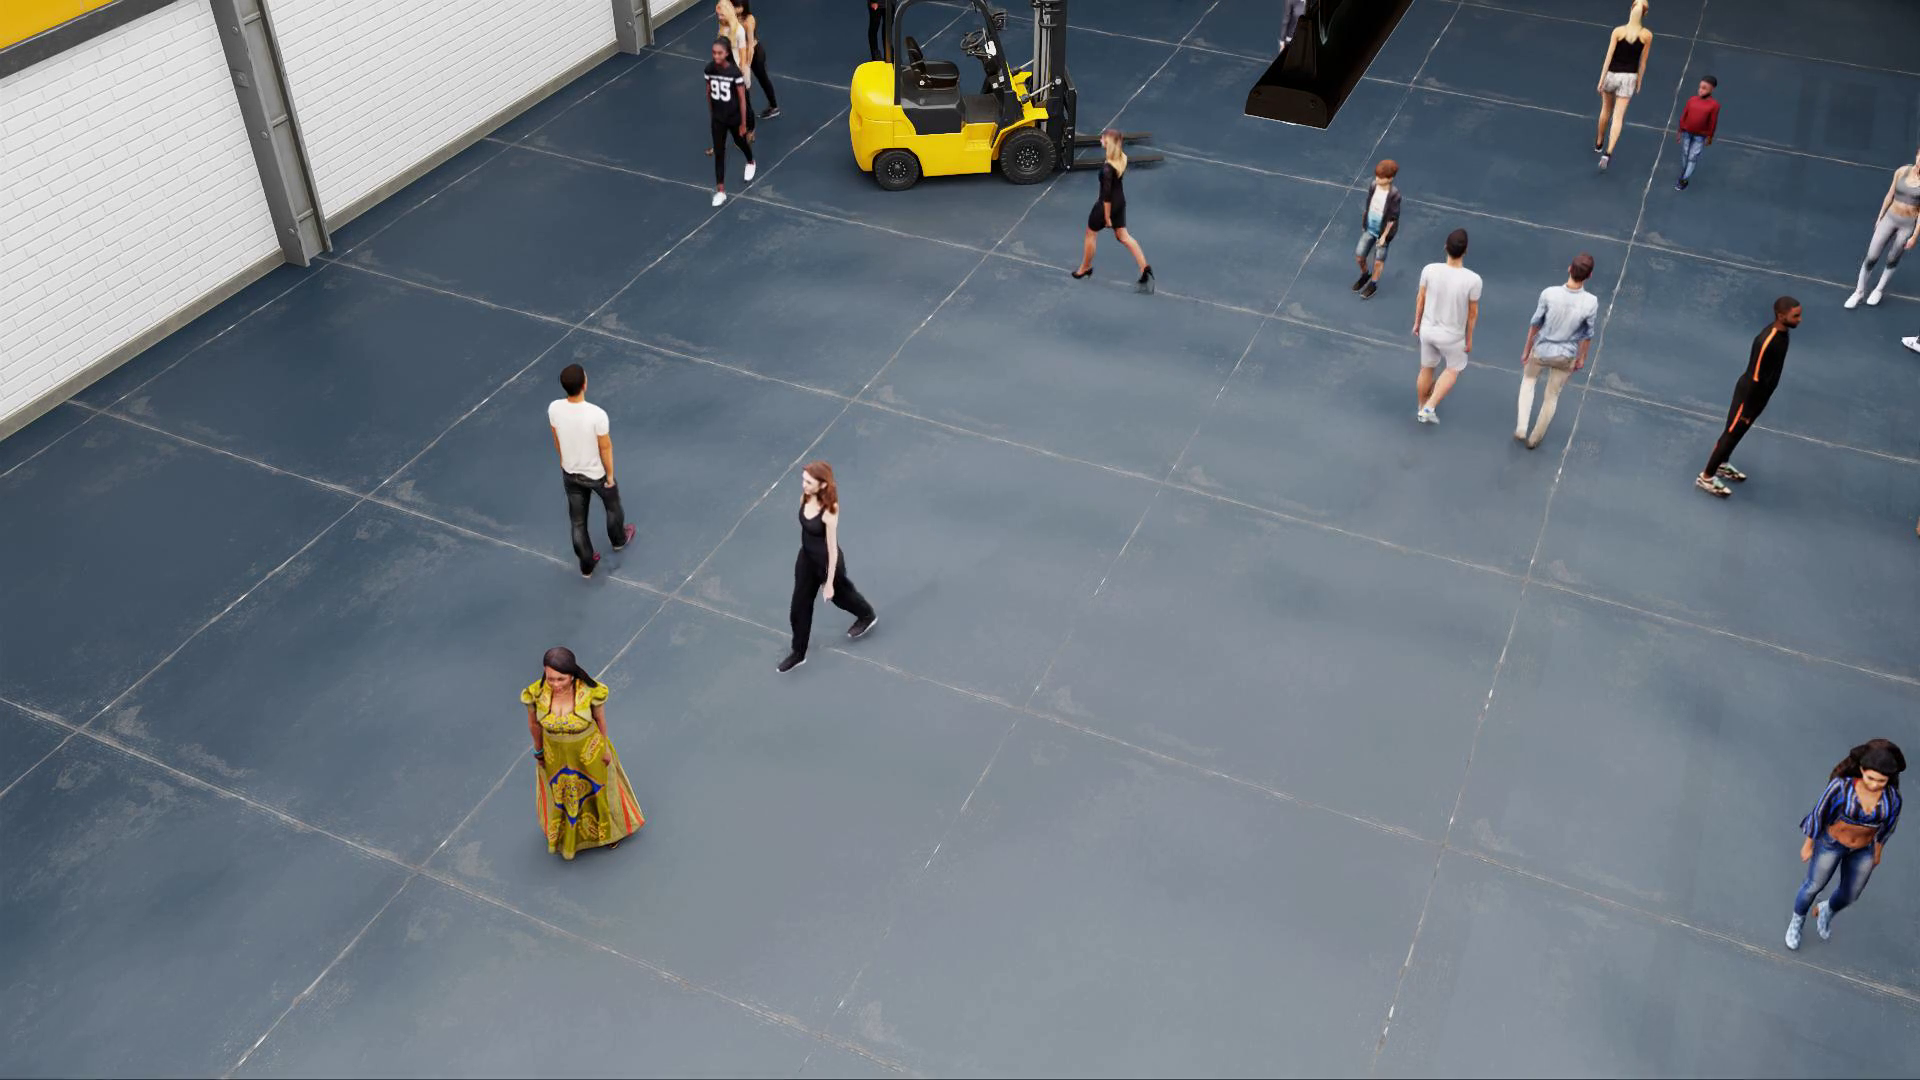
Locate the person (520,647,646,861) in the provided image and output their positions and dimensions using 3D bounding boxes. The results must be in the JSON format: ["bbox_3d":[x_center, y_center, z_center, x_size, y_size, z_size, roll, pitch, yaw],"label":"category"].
[{"bbox_3d":[-2.424,1.306,10.443,1.001,1.660,1.018,-5,39,-7],"label":"person"}]

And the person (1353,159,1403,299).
[{"bbox_3d":[4.073,-3.010,16.017,0.627,1.437,0.602,-32,48,-34],"label":"person"}]

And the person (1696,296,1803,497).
[{"bbox_3d":[6.400,-1.189,13.444,0.743,1.804,0.596,30,47,32],"label":"person"}]

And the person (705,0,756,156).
[{"bbox_3d":[-2.426,-5.176,18.451,0.776,1.786,0.994,30,47,32],"label":"person"}]

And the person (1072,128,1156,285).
[{"bbox_3d":[1.534,-3.171,16.057,0.659,1.640,1.007,19,42,22],"label":"person"}]

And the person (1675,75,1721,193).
[{"bbox_3d":[7.971,-4.435,17.962,0.658,1.237,0.844,30,48,32],"label":"person"}]

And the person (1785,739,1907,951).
[{"bbox_3d":[5.243,1.781,9.873,0.682,1.619,0.645,10,40,12],"label":"person"}]

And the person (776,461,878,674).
[{"bbox_3d":[-0.889,0.134,11.869,1.211,1.701,0.885,-30,47,-32],"label":"person"}]

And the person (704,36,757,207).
[{"bbox_3d":[-2.417,-4.505,17.695,0.766,1.681,1.246,10,40,12],"label":"person"}]

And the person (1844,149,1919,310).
[{"bbox_3d":[8.963,-3.008,15.817,0.676,1.685,0.797,28,46,31],"label":"person"}]

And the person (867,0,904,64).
[{"bbox_3d":[-0.965,-6.688,20.349,0.657,1.780,0.763,-32,48,-33],"label":"person"}]

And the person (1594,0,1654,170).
[{"bbox_3d":[7.226,-4.988,18.192,0.655,1.814,1.170,13,41,16],"label":"person"}]

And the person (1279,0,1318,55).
[{"bbox_3d":[3.907,-5.753,19.225,0.932,1.721,1.225,1,39,1],"label":"person"}]

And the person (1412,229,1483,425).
[{"bbox_3d":[4.066,-1.740,14.098,0.767,1.848,0.822,23,44,26],"label":"person"}]

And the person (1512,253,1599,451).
[{"bbox_3d":[4.922,-1.509,13.815,0.663,1.841,0.604,15,41,17],"label":"person"}]

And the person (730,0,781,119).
[{"bbox_3d":[-2.326,-5.556,19.079,1.017,1.595,0.837,-19,43,-23],"label":"person"}]

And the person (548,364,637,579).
[{"bbox_3d":[-2.870,-0.474,12.576,0.802,1.779,0.962,5,39,6],"label":"person"}]
